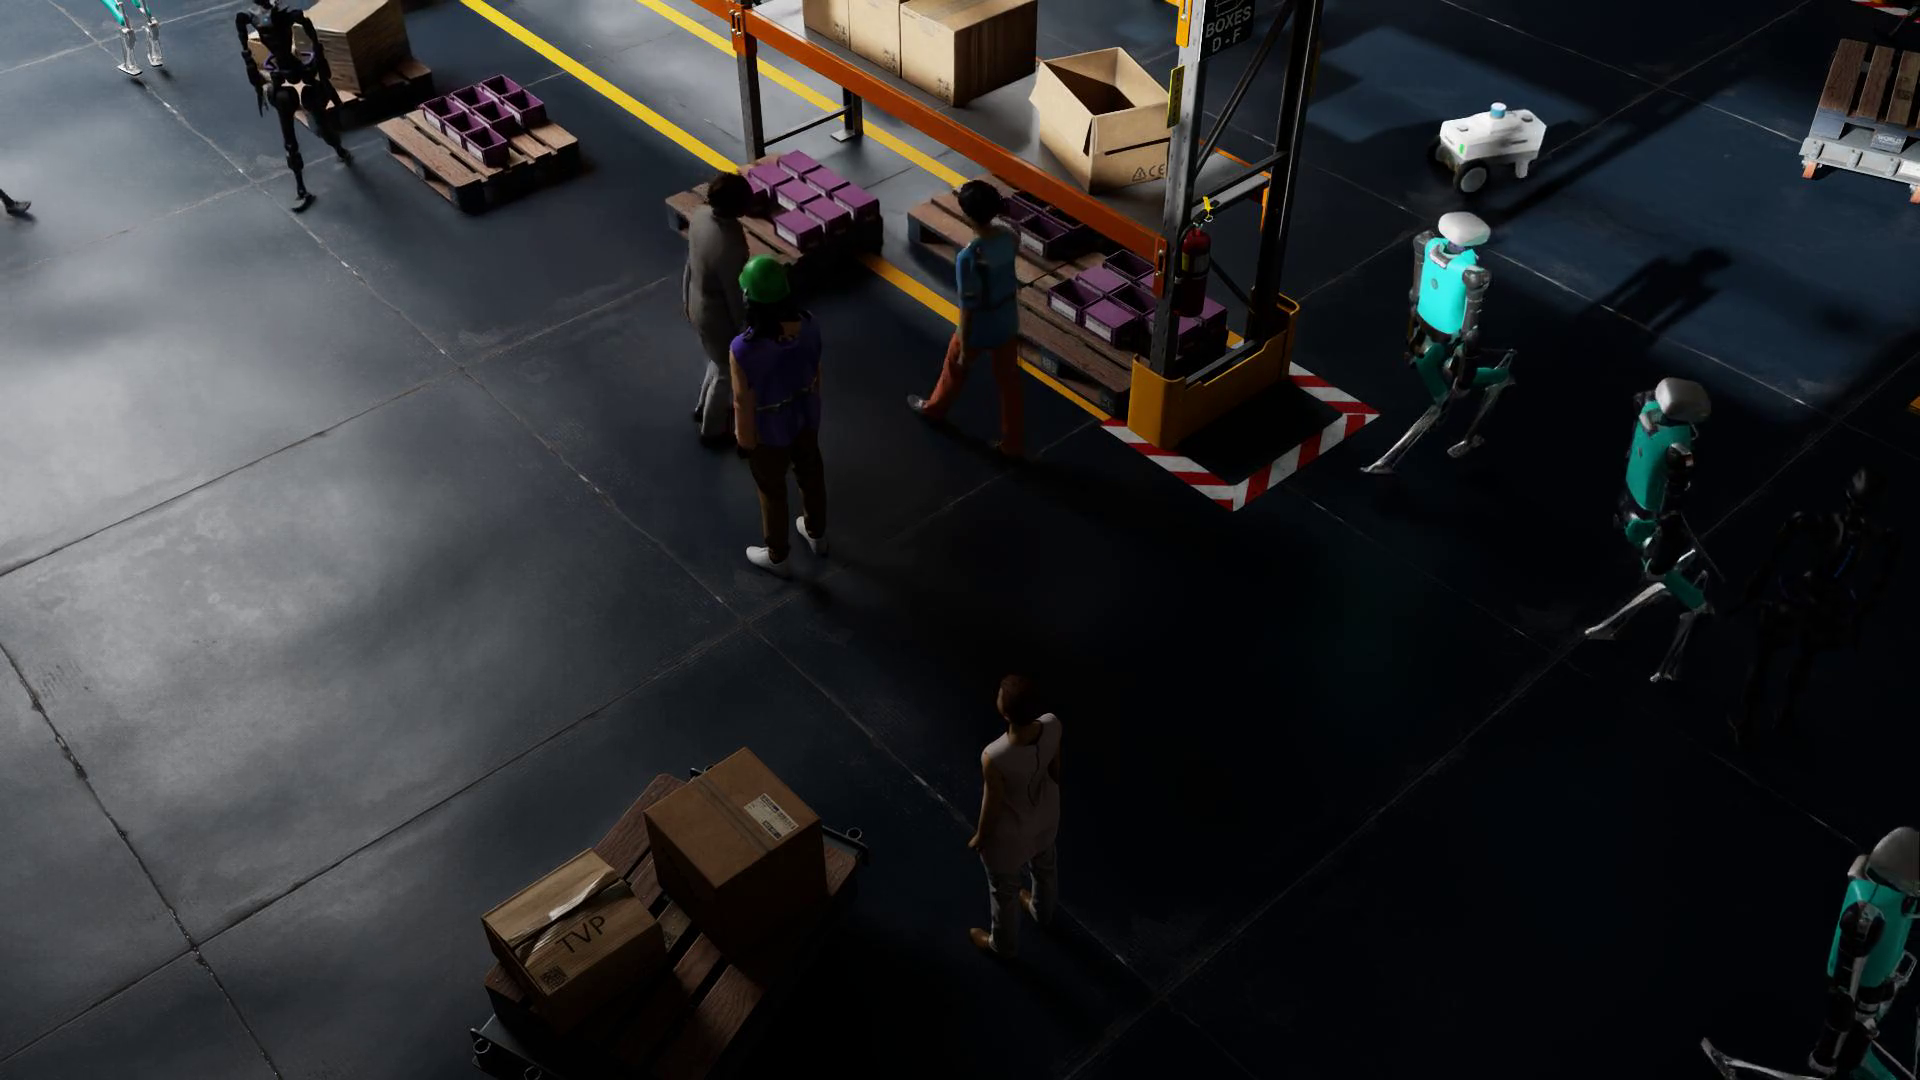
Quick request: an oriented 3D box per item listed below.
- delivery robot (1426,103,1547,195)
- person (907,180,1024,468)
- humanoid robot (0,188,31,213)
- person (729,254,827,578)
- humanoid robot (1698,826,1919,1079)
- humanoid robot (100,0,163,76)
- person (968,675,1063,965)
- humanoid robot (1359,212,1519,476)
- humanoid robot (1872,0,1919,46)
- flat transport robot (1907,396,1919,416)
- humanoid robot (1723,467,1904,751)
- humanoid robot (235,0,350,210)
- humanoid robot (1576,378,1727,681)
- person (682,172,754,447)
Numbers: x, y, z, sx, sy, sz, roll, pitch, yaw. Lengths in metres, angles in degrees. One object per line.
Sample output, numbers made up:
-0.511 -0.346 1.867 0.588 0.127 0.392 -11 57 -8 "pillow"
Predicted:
3.808 -2.864 11.981 0.742 0.570 0.506 -11 44 -12 "delivery robot"
0.071 -1.250 9.376 0.495 1.725 0.917 -31 51 -29 "person"
-6.888 -2.957 11.299 0.732 1.627 0.586 8 43 9 "humanoid robot"
-0.917 -0.613 8.534 0.532 1.931 0.409 -31 51 -30 "person"
3.394 1.795 6.059 1.043 1.721 0.552 31 51 30 "humanoid robot"
-6.460 -4.330 12.619 0.533 1.681 0.735 -31 51 -29 "humanoid robot"
0.234 1.136 6.829 0.441 1.662 0.285 -31 51 -30 "person"
2.774 -1.058 9.181 1.046 1.750 0.551 -19 46 -19 "humanoid robot"
7.889 -4.703 13.194 0.787 1.623 0.616 8 43 9 "humanoid robot"
6.467 -0.989 10.171 1.431 0.231 0.659 -31 51 -29 "flat transport robot"
3.906 0.322 7.707 0.608 1.654 0.352 9 43 9 "humanoid robot"
-4.613 -3.169 11.553 0.608 1.635 0.800 -1 43 -1 "humanoid robot"
3.503 -0.031 8.060 0.797 1.798 0.531 -2 43 -2 "humanoid robot"
-1.340 -1.262 9.335 0.475 1.799 0.532 -17 45 -17 "person"
